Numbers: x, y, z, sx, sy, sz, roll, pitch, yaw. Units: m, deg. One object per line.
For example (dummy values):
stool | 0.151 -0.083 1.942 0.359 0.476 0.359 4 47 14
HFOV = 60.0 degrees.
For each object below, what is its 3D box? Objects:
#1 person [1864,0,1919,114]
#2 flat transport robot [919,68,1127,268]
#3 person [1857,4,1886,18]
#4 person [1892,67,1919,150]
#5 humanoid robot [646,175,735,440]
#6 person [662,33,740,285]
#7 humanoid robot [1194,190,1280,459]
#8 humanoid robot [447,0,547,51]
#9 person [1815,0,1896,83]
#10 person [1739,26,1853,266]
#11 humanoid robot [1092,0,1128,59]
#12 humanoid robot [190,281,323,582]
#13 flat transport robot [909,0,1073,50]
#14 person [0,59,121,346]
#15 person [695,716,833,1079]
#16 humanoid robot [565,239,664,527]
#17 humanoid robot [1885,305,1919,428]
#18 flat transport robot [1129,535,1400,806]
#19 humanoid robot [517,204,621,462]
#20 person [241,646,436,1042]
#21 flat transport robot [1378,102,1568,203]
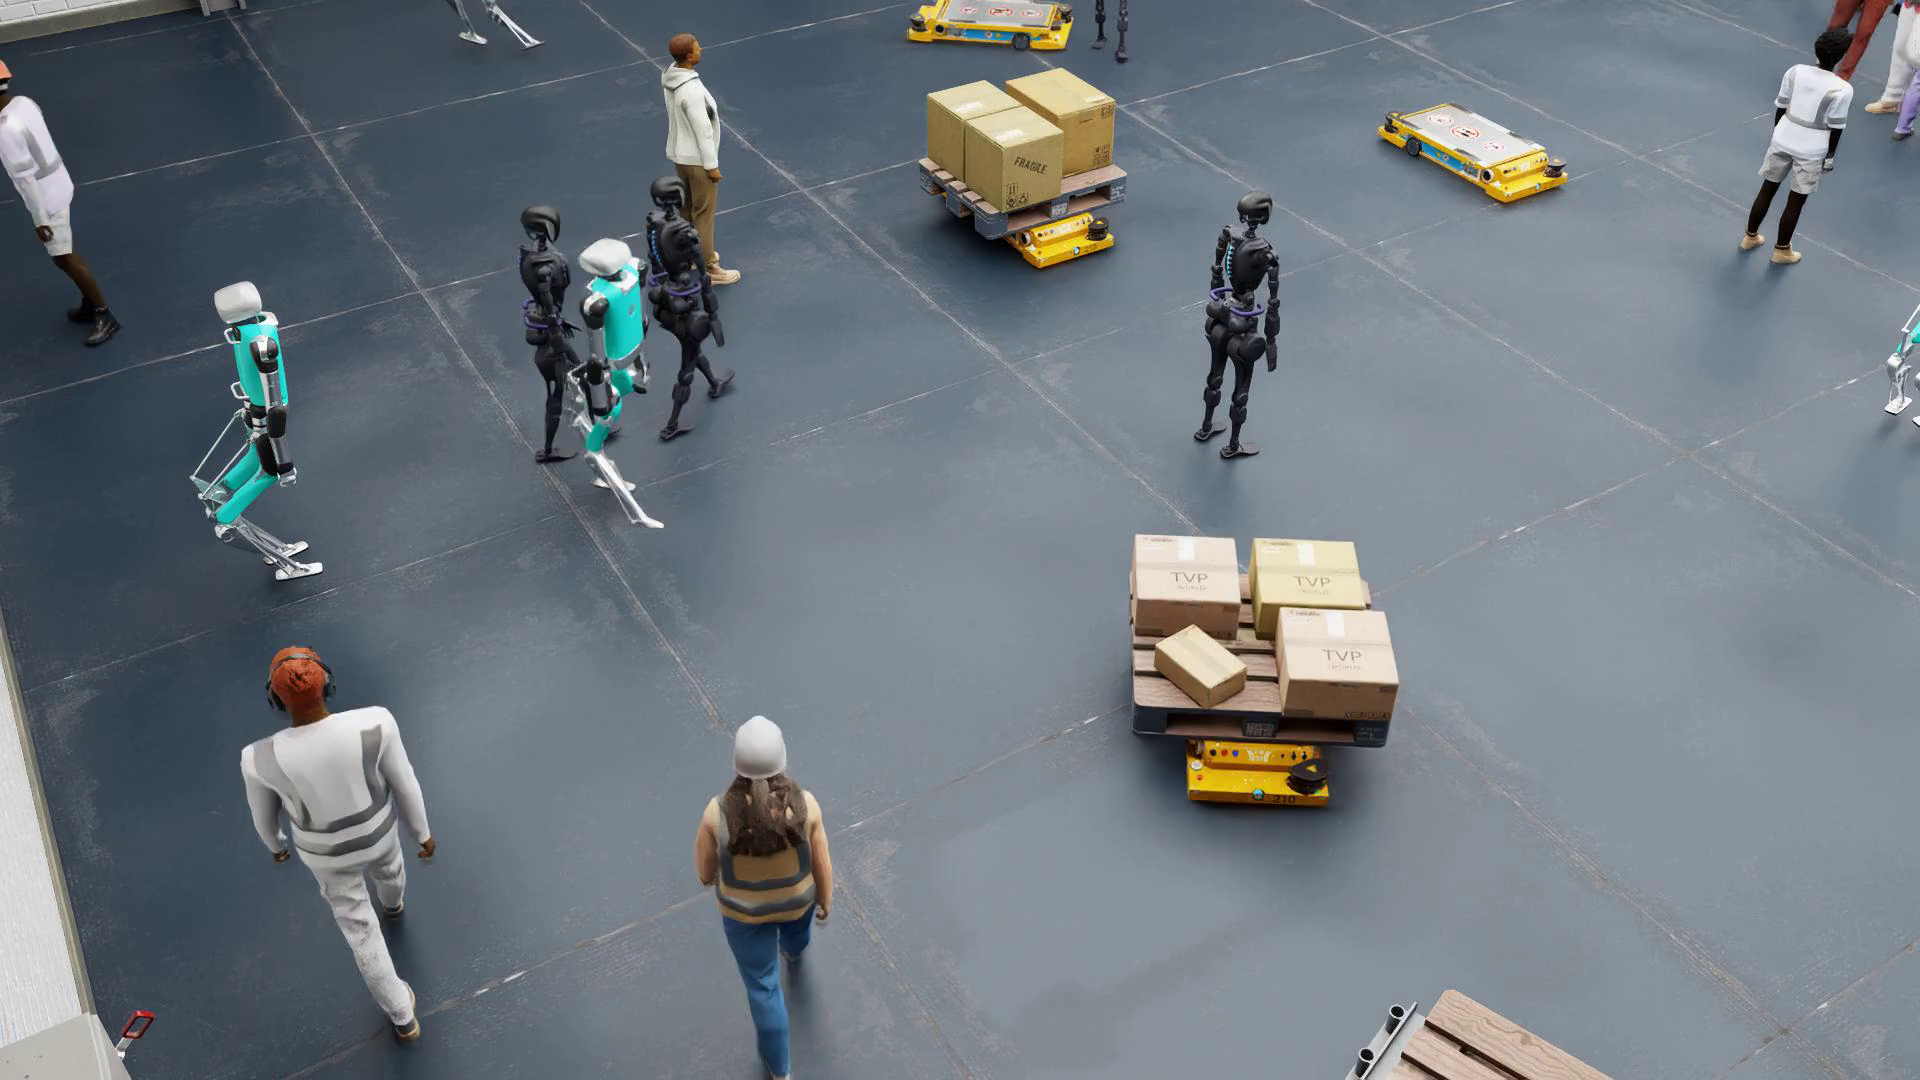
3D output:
person | 7.901 -4.346 13.529 0.517 1.818 0.665 -6 39 -8
flat transport robot | 0.469 -2.477 12.417 0.659 0.231 1.431 -21 43 -24
person | 8.432 -5.768 15.330 0.607 1.810 0.660 -27 46 -30
person | 7.791 -3.956 13.014 0.390 1.845 0.564 -21 43 -24
humanoid robot | -1.626 -1.437 10.001 0.589 1.623 0.744 30 48 33
person | -1.819 -2.587 11.350 0.373 1.768 0.520 -21 43 -24
humanoid robot | 1.634 -1.275 9.753 0.315 1.659 0.599 -21 43 -24
humanoid robot | -4.188 -5.063 14.491 1.050 1.717 0.530 11 40 13
person | 7.651 -4.711 13.967 0.566 1.849 0.767 13 40 15
person | 5.865 -2.740 11.596 0.318 1.699 0.534 -21 43 -24
humanoid robot | 1.339 -5.051 14.546 0.595 1.639 0.580 4 39 5
humanoid robot | -3.760 -0.496 8.628 0.735 1.677 0.533 -21 43 -24
flat transport robot | 0.291 -4.754 15.290 1.431 0.231 0.659 6 39 8
person | -5.937 -2.198 10.742 0.437 1.911 0.619 -8 39 -10
person | -0.762 1.316 6.486 0.507 1.682 0.880 -7 39 -9
humanoid robot | -2.020 -0.877 9.222 0.831 1.788 0.551 14 41 17
humanoid robot | 5.834 -1.410 9.782 0.735 1.677 0.533 -21 43 -24
flat transport robot | 1.449 0.742 8.356 0.659 0.231 1.431 2 38 3
humanoid robot | -2.335 -1.192 9.663 0.501 1.643 0.589 -9 39 -11
person | -2.458 1.116 6.620 0.606 1.831 0.965 -18 42 -22
flat transport robot | 4.062 -3.106 13.211 0.659 0.231 1.431 -21 43 -24
